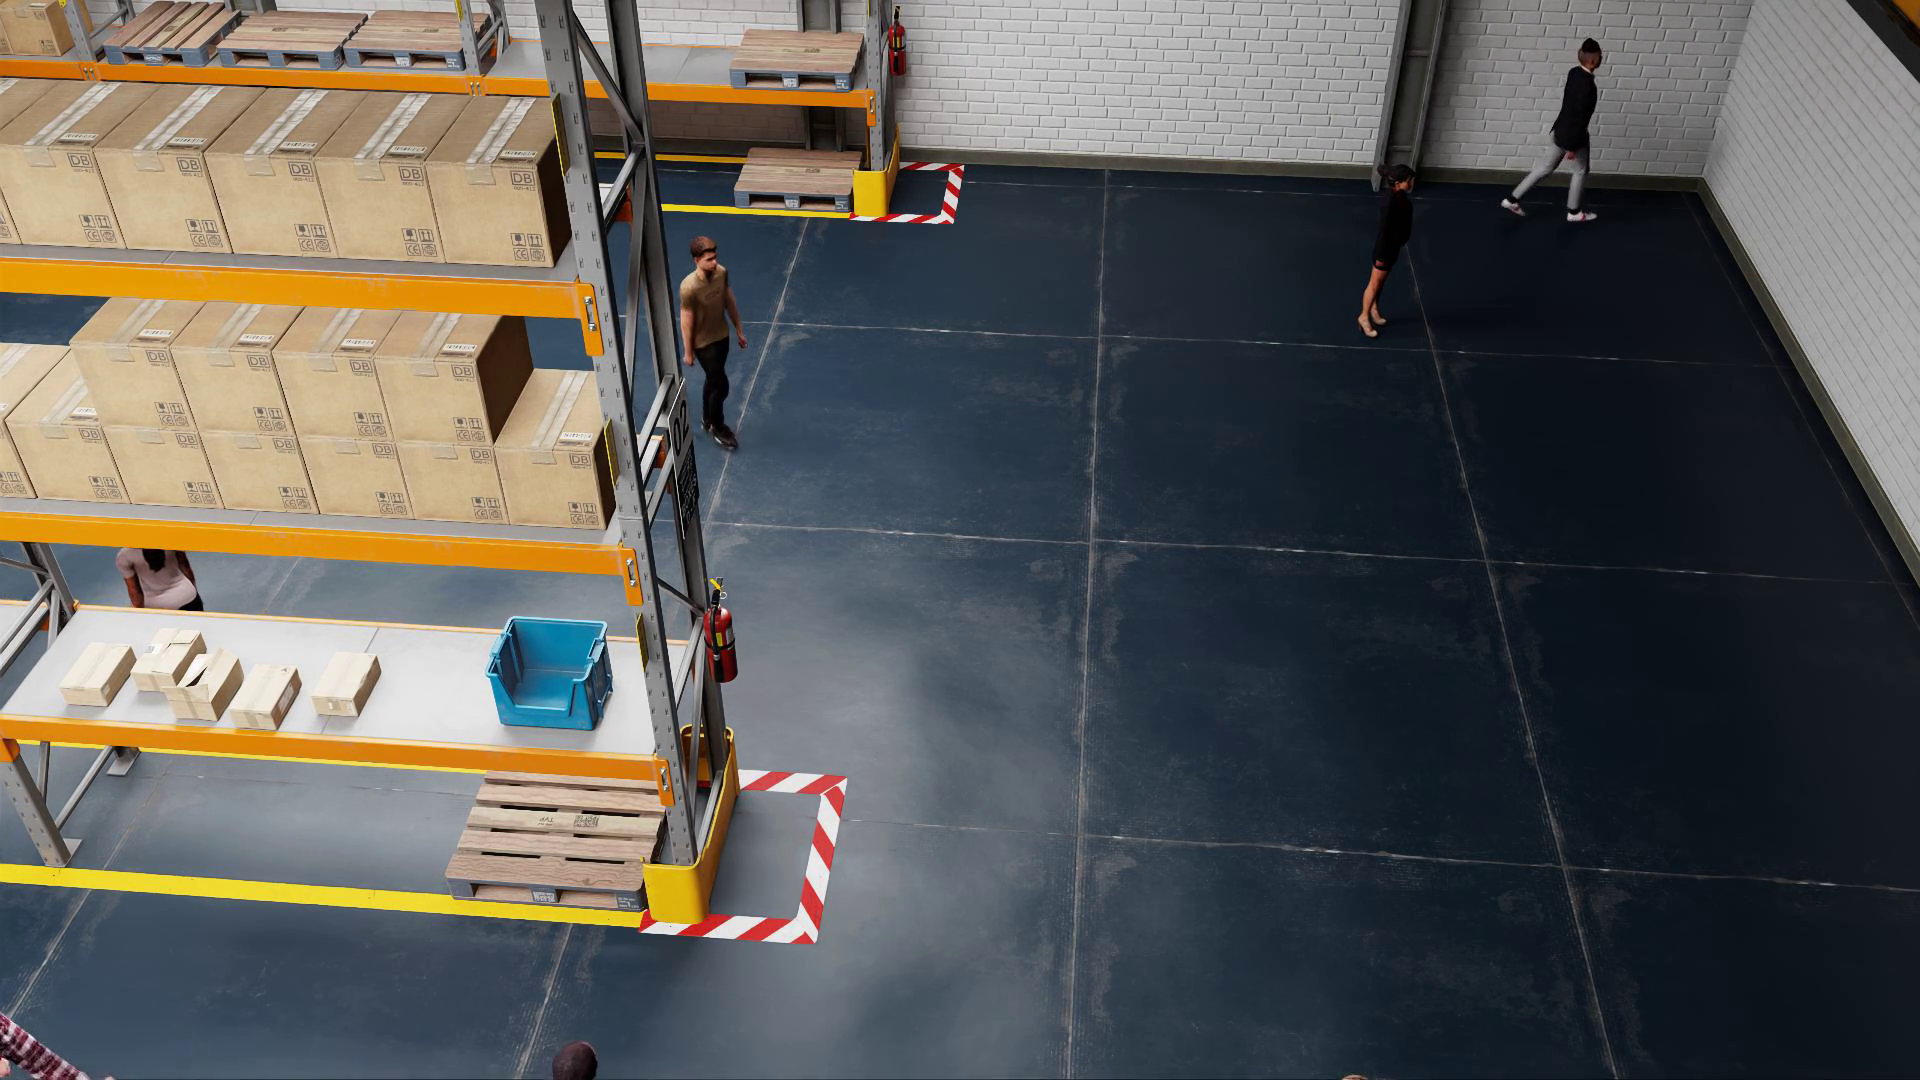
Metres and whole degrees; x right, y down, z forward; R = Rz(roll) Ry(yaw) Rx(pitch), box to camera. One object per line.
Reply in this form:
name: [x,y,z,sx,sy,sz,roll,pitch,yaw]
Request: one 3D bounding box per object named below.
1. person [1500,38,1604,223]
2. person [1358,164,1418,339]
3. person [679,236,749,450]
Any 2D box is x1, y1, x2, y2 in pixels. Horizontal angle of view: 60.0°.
person: [5.881,-3.982,16.285,1.225,1.910,0.781,-1,39,-1]
person: [3.779,-2.576,14.742,0.692,1.637,0.642,16,41,19]
person: [-2.079,-1.634,13.402,0.872,1.838,0.824,21,43,24]
